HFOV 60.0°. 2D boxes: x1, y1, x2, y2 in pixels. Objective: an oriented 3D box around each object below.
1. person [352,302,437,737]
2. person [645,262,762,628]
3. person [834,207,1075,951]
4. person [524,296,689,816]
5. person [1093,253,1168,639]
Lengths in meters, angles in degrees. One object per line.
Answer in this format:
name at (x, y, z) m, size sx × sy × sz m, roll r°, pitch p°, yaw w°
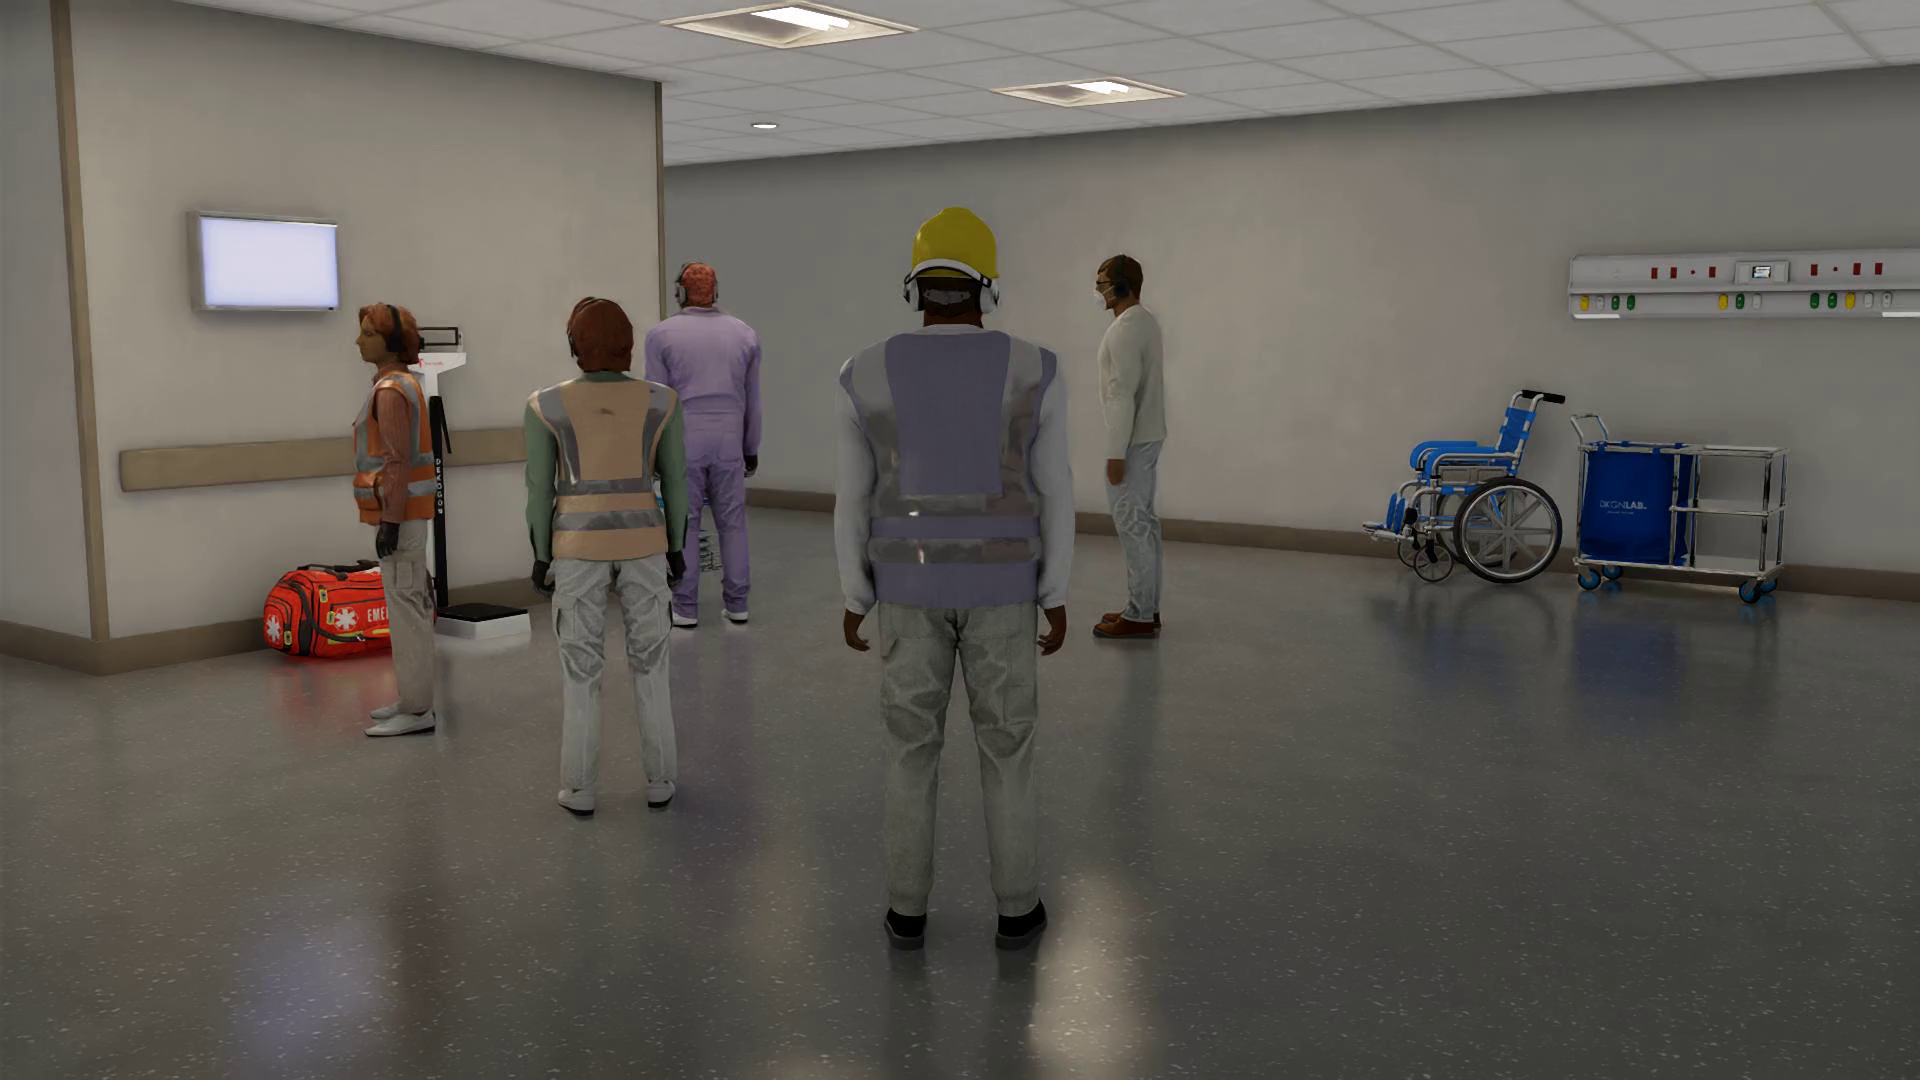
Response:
person at (-2.155, -0.078, 6.363) m, size 0.306 × 1.643 × 0.523 m, roll -2°, pitch 7°, yaw -14°
person at (-1.354, -0.497, 8.721) m, size 0.644 × 1.900 × 0.399 m, roll -4°, pitch 8°, yaw -30°
person at (-0.011, 0.106, 4.122) m, size 0.589 × 1.834 × 0.403 m, roll 0°, pitch 7°, yaw 4°
person at (-1.114, 0.055, 5.289) m, size 0.514 × 1.645 × 0.307 m, roll -3°, pitch 8°, yaw -20°
person at (0.852, -0.469, 8.391) m, size 0.380 × 1.930 × 0.624 m, roll 2°, pitch 7°, yaw 13°
